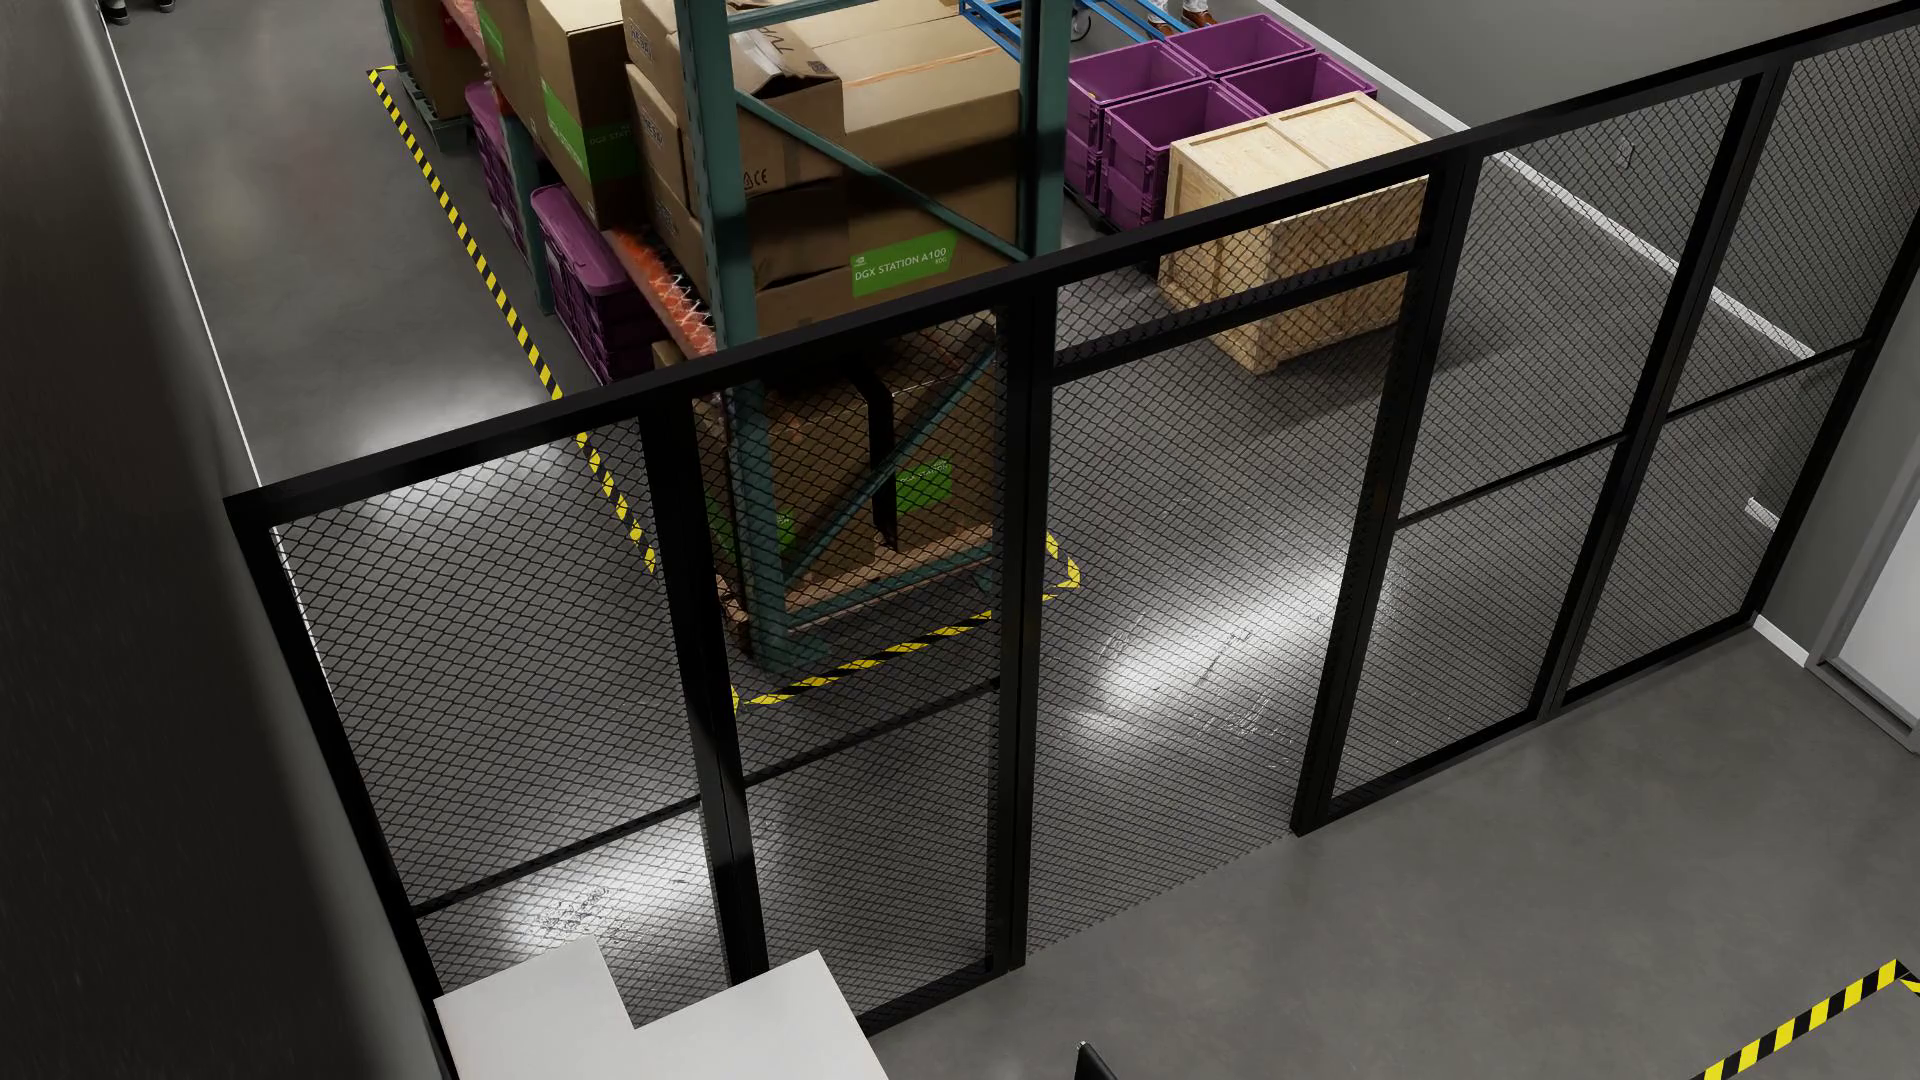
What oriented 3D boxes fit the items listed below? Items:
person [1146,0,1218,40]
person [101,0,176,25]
[{"bbox_3d":[1.271,-3.626,8.913,0.630,1.940,0.372,-22,47,-22],"label":"person"},{"bbox_3d":[-4.821,-3.779,9.156,0.600,1.830,0.404,-26,49,-26],"label":"person"}]
